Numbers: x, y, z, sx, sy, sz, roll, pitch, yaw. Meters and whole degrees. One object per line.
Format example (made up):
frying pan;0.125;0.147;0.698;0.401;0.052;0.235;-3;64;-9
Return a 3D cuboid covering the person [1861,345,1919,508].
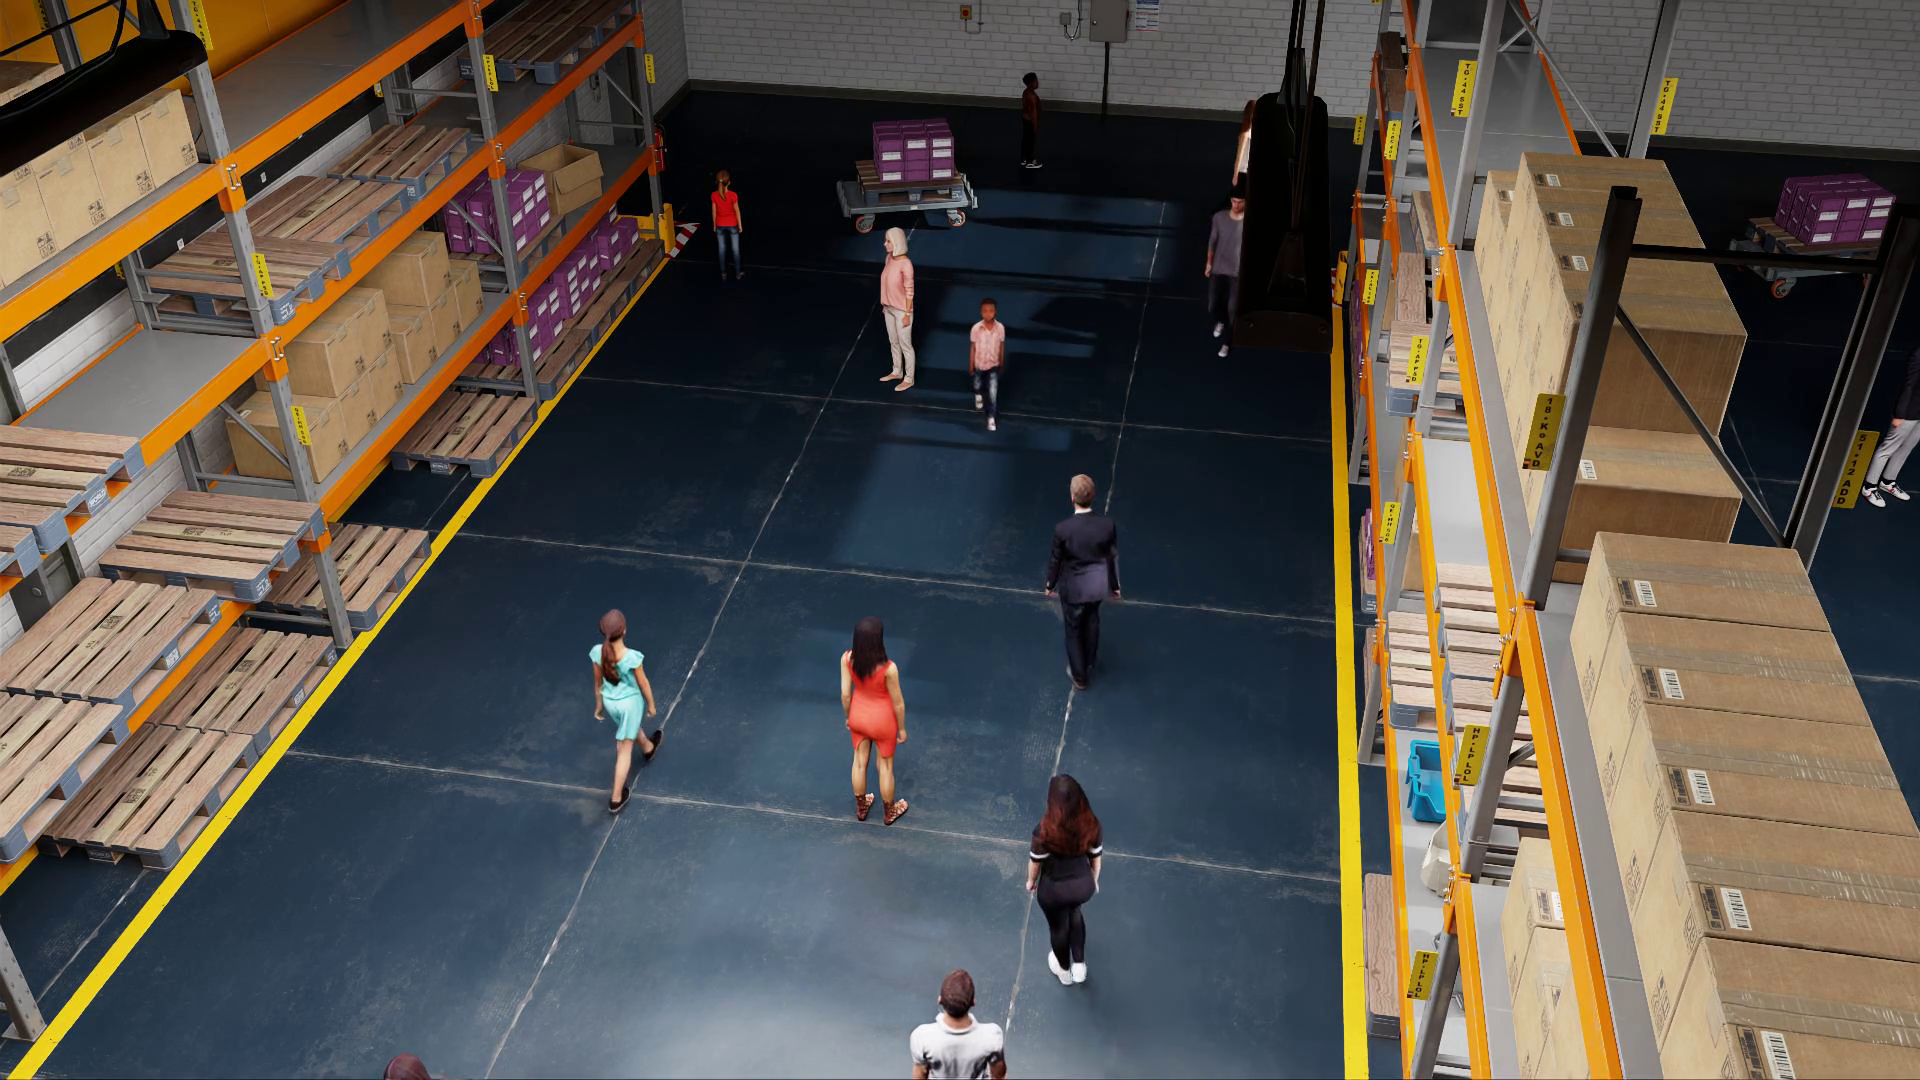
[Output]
person;8.528;-1.223;14.819;0.799;1.950;0.791;-12;36;-18

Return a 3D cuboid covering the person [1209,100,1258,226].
person;3.325;-4.414;19.863;0.896;1.681;1.102;17;37;24

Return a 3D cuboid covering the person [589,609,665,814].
person;-2.366;1.197;11.568;0.651;1.517;1.092;10;35;15

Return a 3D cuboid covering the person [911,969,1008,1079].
person;-0.006;2.934;8.654;0.700;1.852;0.636;-3;34;-5

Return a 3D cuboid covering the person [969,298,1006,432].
person;0.252;-1.768;16.235;0.617;1.290;0.921;-1;34;-2

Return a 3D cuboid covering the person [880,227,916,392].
person;-0.616;-2.330;16.688;0.733;1.725;0.677;-22;39;-29

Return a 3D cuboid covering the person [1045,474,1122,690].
person;0.946;0.368;12.559;0.819;1.801;0.815;-6;34;-9

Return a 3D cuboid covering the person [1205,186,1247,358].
person;2.834;-2.845;17.359;0.789;1.839;0.855;14;36;20

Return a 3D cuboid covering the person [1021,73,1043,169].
person;0.921;-5.550;21.957;0.651;1.254;0.545;-12;35;-17

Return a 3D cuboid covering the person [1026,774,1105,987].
person;0.659;2.137;10.056;0.736;1.626;0.787;-10;35;-14

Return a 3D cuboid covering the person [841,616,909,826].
person;-0.595;1.232;11.334;0.621;1.719;0.556;11;35;16

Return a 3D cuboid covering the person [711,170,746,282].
person;-2.657;-3.585;18.949;0.518;1.310;0.530;1;34;1
